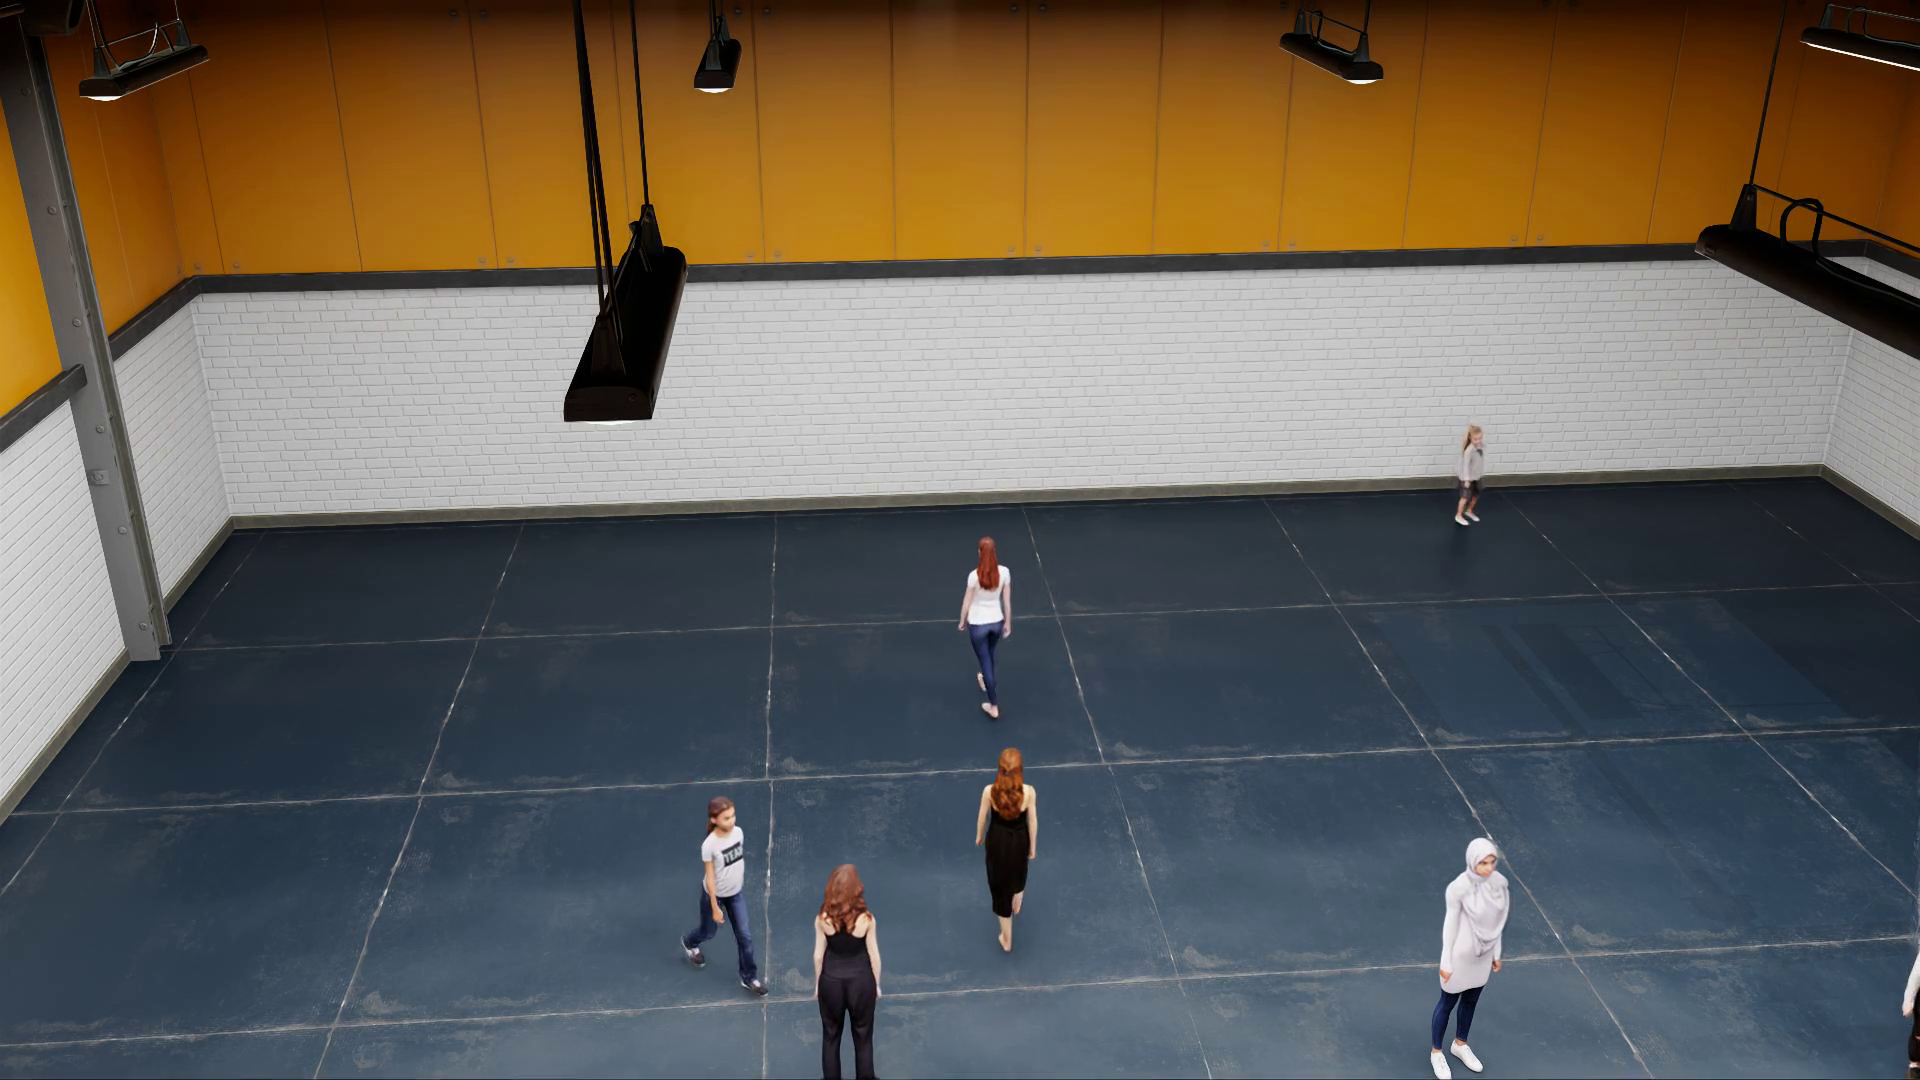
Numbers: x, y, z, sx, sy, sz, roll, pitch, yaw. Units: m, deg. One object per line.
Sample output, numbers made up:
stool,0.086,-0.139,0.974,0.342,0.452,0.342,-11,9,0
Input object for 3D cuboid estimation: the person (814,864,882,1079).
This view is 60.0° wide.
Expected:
person,-0.731,2.870,10.676,0.594,1.738,0.551,0,24,-1

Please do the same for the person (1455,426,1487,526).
person,6.007,-0.770,19.611,0.676,1.250,0.651,20,30,37

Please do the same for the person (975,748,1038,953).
person,0.355,2.297,12.158,0.587,1.601,0.883,-3,24,-7

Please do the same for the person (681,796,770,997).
person,-1.737,2.486,11.808,0.951,1.535,1.067,-21,31,-39

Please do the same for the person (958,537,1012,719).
person,0.280,0.842,15.351,0.777,1.709,1.029,-10,26,-22

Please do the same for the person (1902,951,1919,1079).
person,6.364,2.960,10.807,0.779,1.467,0.885,11,26,23

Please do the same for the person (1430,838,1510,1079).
person,3.339,2.732,10.945,0.659,1.776,0.608,-8,25,-18
